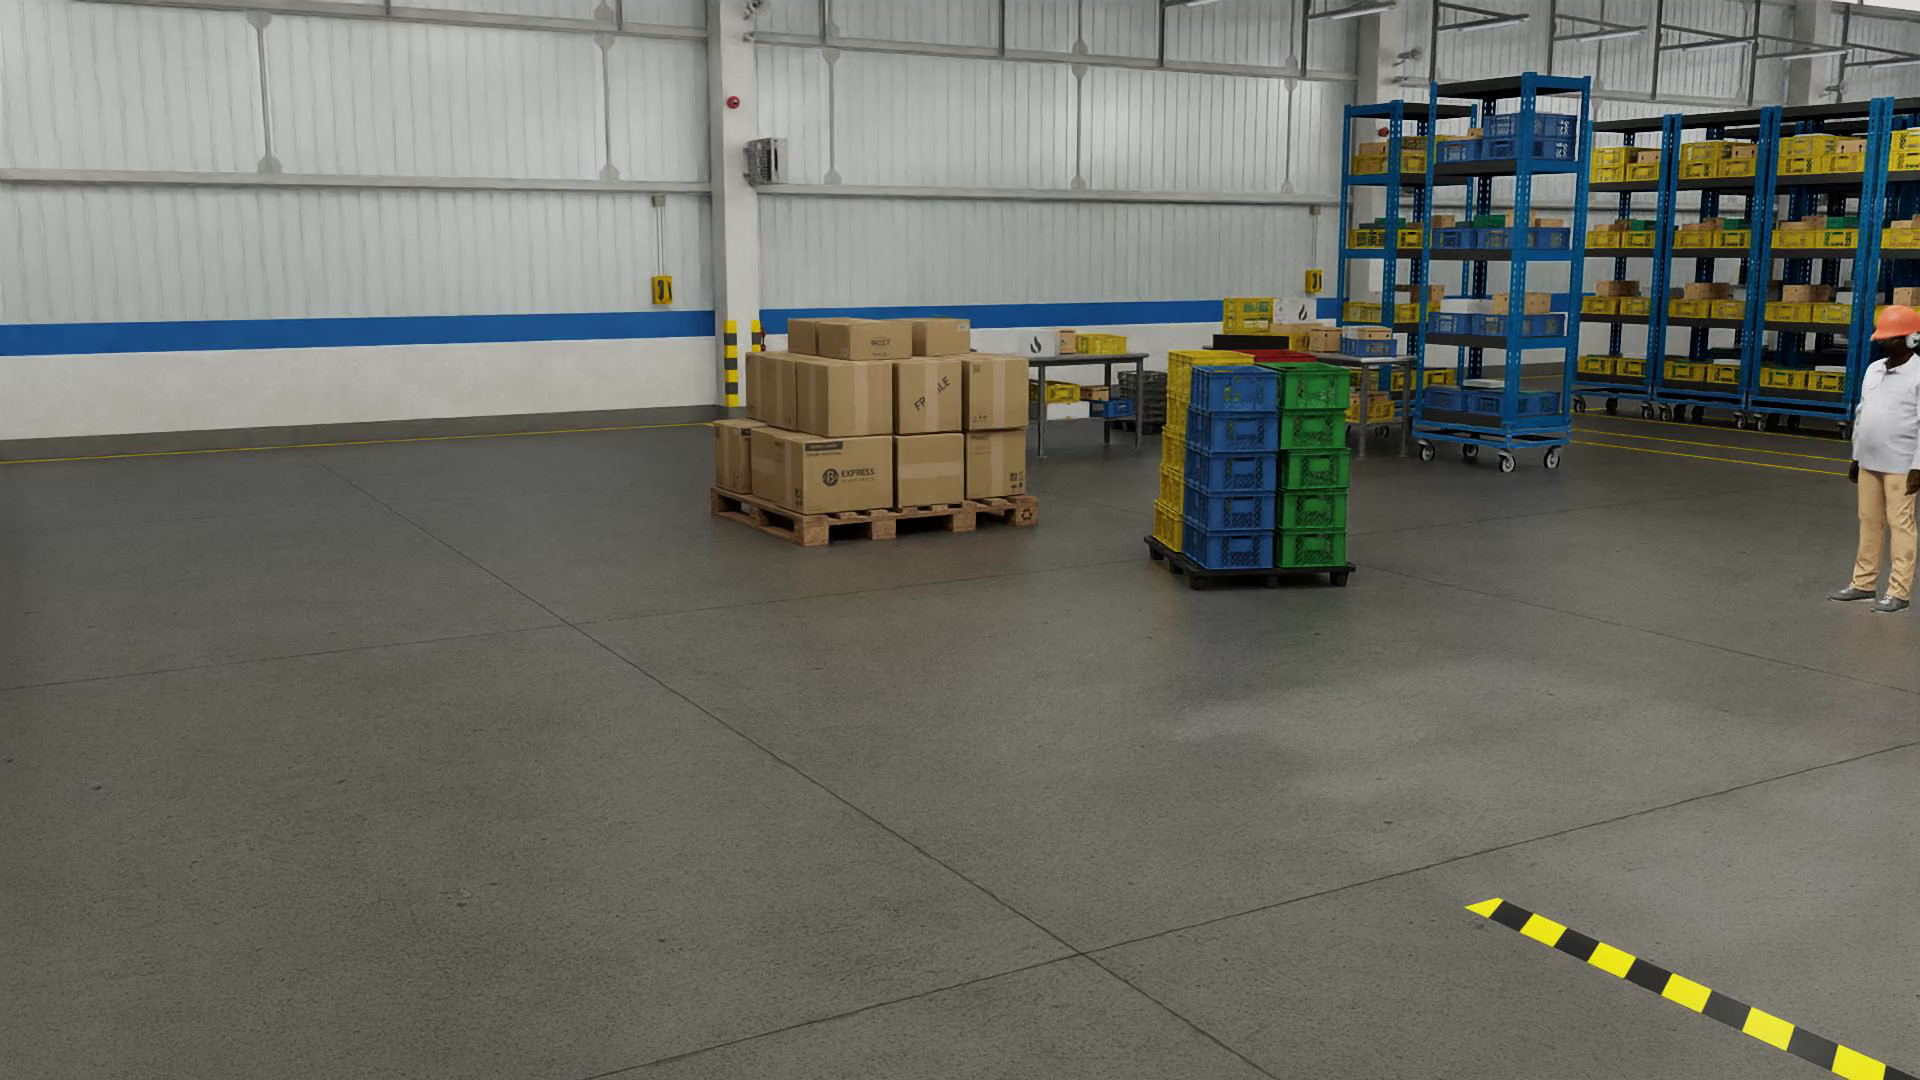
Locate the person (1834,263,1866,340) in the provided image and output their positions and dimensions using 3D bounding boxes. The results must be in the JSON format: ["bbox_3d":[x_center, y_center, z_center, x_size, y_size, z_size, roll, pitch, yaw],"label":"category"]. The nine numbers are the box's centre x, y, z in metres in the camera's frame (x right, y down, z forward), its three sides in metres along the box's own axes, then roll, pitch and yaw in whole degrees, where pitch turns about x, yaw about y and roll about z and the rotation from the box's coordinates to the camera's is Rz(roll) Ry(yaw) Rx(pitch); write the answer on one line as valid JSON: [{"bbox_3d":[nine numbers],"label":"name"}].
[{"bbox_3d":[13.795,-3.354,25.700,0.423,1.818,0.597,-8,13,-39],"label":"person"}]

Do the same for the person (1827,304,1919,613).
[{"bbox_3d":[5.298,-0.465,9.504,0.328,1.750,0.560,-2,10,-13],"label":"person"}]
